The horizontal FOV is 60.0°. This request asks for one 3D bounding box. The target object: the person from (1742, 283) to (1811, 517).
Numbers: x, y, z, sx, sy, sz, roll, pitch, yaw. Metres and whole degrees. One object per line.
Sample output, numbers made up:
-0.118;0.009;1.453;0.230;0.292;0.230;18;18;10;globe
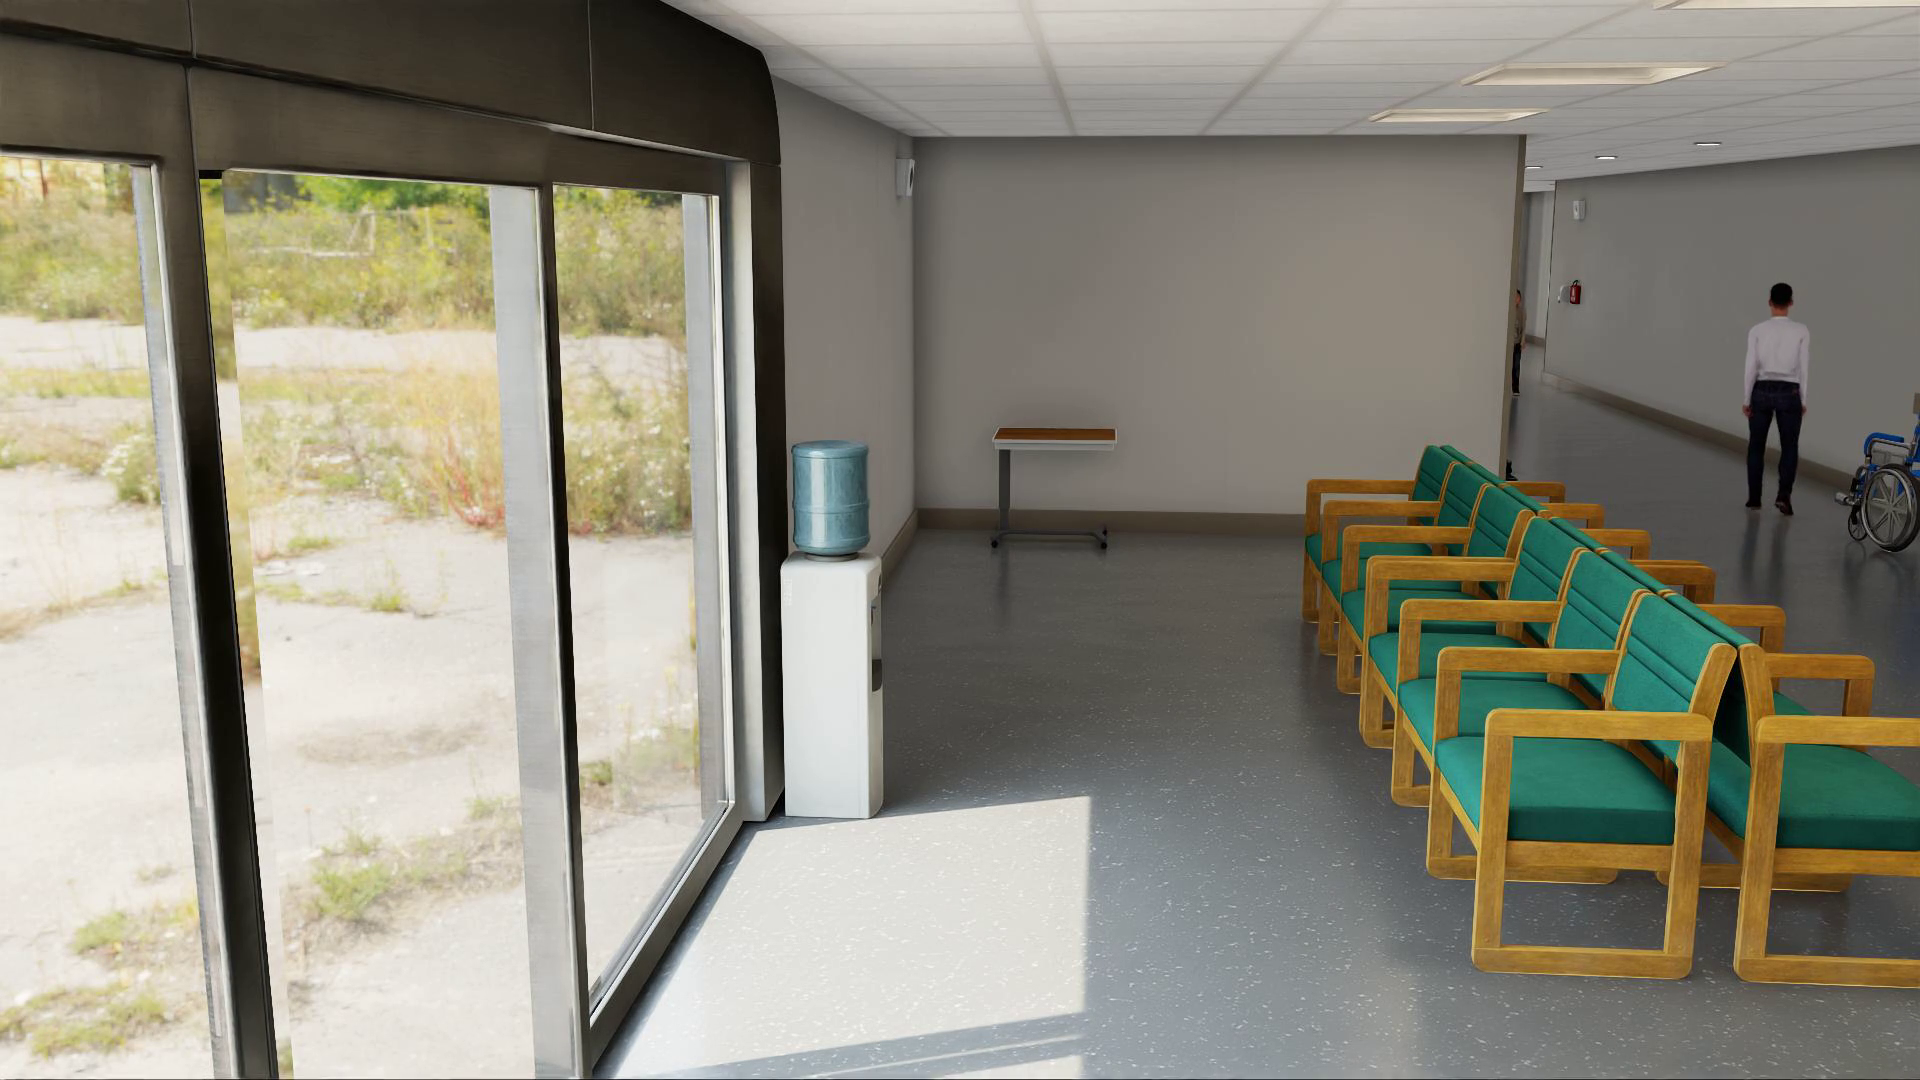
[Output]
6.654;-1.171;13.556;0.822;1.890;0.849;5;12;26;person
